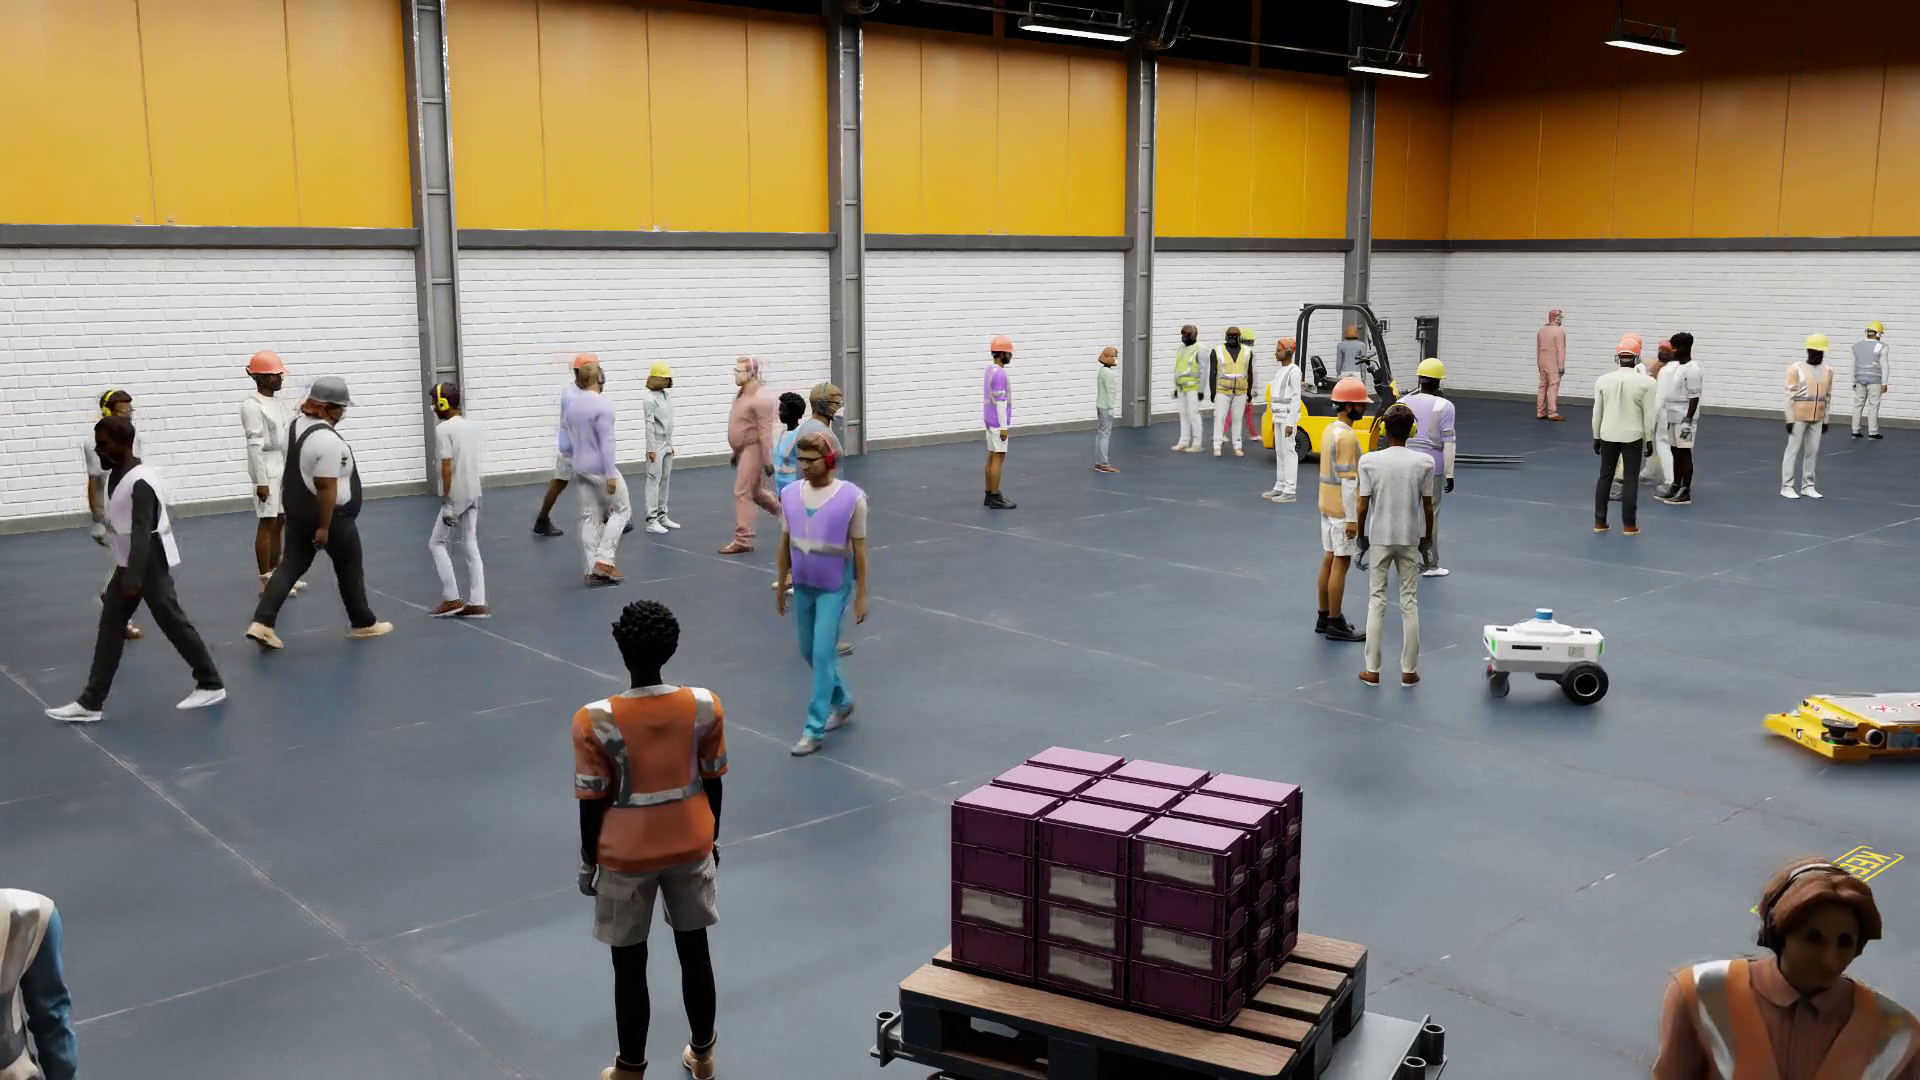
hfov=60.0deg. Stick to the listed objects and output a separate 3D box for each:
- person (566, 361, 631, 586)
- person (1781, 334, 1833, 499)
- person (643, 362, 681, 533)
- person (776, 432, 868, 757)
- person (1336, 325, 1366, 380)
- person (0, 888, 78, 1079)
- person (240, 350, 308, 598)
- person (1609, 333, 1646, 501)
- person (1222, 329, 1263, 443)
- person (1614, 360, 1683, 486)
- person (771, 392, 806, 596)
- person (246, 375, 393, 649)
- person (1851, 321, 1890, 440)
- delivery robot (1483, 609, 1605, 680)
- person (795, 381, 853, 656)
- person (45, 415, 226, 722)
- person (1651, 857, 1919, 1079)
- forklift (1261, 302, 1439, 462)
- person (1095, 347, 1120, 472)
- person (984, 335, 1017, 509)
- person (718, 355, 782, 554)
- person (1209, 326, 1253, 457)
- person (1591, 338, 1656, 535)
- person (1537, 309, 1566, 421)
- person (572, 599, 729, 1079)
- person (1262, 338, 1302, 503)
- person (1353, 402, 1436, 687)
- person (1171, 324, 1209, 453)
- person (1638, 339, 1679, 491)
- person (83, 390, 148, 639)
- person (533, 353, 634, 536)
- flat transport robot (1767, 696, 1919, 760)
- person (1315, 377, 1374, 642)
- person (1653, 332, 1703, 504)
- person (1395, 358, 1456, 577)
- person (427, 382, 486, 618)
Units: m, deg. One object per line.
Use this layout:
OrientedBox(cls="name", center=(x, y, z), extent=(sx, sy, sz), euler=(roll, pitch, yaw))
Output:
OrientedBox(cls="person", center=(-3.119, -0.569, 14.279), extent=(0.662, 1.916, 0.430), euler=(9, 13, 44))
OrientedBox(cls="person", center=(9.855, -1.432, 19.328), extent=(0.586, 1.921, 0.390), euler=(-2, 10, -10))
OrientedBox(cls="person", center=(-3.055, -0.953, 17.038), extent=(0.308, 1.741, 0.494), euler=(3, 10, 15))
OrientedBox(cls="person", center=(-0.798, 0.280, 9.618), extent=(0.581, 1.833, 0.707), euler=(6, 11, 30))
OrientedBox(cls="person", center=(6.710, -2.867, 28.555), extent=(0.497, 1.636, 0.285), euler=(3, 10, 17))
OrientedBox(cls="person", center=(-2.284, 1.362, 3.787), extent=(0.514, 1.639, 0.314), euler=(-7, 12, -34))
OrientedBox(cls="person", center=(-5.681, -0.545, 13.768), extent=(0.376, 2.044, 0.607), euler=(-1, 10, -3))
OrientedBox(cls="person", center=(7.665, -1.408, 19.133), extent=(0.371, 1.935, 0.551), euler=(6, 11, 32))
OrientedBox(cls="person", center=(4.248, -2.322, 25.119), extent=(0.911, 1.731, 0.522), euler=(-3, 10, -19))
OrientedBox(cls="person", center=(8.381, -1.398, 20.128), extent=(0.844, 1.583, 0.498), euler=(1, 10, 4))
OrientedBox(cls="person", center=(-1.384, -0.387, 13.855), extent=(0.321, 1.697, 0.530), euler=(-5, 11, -27))
OrientedBox(cls="person", center=(-4.649, -0.231, 11.936), extent=(0.681, 2.000, 1.039), euler=(7, 12, 35))
OrientedBox(cls="person", center=(13.972, -2.444, 25.522), extent=(0.404, 1.827, 0.586), euler=(-6, 11, -30))
OrientedBox(cls="delivery robot", center=(3.727, 0.684, 10.649), extent=(0.707, 0.478, 0.477), euler=(2, 10, 9))
OrientedBox(cls="person", center=(-0.986, -0.155, 11.793), extent=(0.350, 1.936, 0.635), euler=(-3, 10, -18))
OrientedBox(cls="person", center=(-5.027, 0.171, 10.129), extent=(1.020, 1.858, 0.609), euler=(-10, 14, -44))
OrientedBox(cls="person", center=(1.686, 1.424, 3.477), extent=(0.532, 1.615, 0.701), euler=(3, 10, 20))
OrientedBox(cls="forklift", center=(5.320, -2.157, 22.763), extent=(2.313, 2.155, 1.214), euler=(3, 10, 16))
OrientedBox(cls="person", center=(1.924, -1.707, 21.769), extent=(0.287, 1.631, 0.501), euler=(-2, 10, -10))
OrientedBox(cls="person", center=(0.452, -1.317, 18.599), extent=(0.363, 1.935, 0.553), euler=(-2, 10, -12))
OrientedBox(cls="person", center=(-1.915, -0.826, 15.873), extent=(0.817, 1.885, 0.630), euler=(-4, 10, -22))
OrientedBox(cls="person", center=(3.812, -2.081, 23.358), extent=(0.626, 1.840, 0.430), euler=(-1, 10, -5))
OrientedBox(cls="person", center=(6.735, -1.045, 16.881), extent=(0.620, 1.987, 0.407), euler=(9, 13, 42))
OrientedBox(cls="person", center=(10.170, -2.999, 28.536), extent=(0.401, 1.910, 0.640), euler=(-3, 10, -17))
OrientedBox(cls="person", center=(-1.021, 1.036, 5.527), extent=(0.535, 1.697, 0.318), euler=(-6, 11, -31))
OrientedBox(cls="person", center=(3.719, -1.371, 19.080), extent=(0.355, 1.882, 0.575), euler=(-2, 10, -9))
OrientedBox(cls="person", center=(2.841, 0.033, 10.892), extent=(0.513, 1.872, 0.328), euler=(1, 10, 8))
OrientedBox(cls="person", center=(3.299, -2.182, 23.945), extent=(0.429, 1.841, 0.633), euler=(-5, 11, -27))
OrientedBox(cls="person", center=(8.436, -1.514, 20.082), extent=(0.726, 1.829, 0.630), euler=(8, 13, 39))
OrientedBox(cls="person", center=(-6.219, -0.187, 12.249), extent=(0.476, 1.849, 0.563), euler=(4, 10, 22))
OrientedBox(cls="person", center=(-3.829, -0.939, 16.614), extent=(1.034, 1.873, 0.596), euler=(2, 10, 12))
OrientedBox(cls="flat transport robot", center=(5.510, 1.058, 9.568), extent=(1.431, 0.197, 0.652), euler=(-1, 10, -5))
OrientedBox(cls="person", center=(2.825, -0.228, 12.222), extent=(0.356, 1.937, 0.552), euler=(-1, 10, -3))
OrientedBox(cls="person", center=(8.196, -1.383, 18.923), extent=(0.381, 1.958, 0.602), euler=(1, 10, 6))
OrientedBox(cls="person", center=(4.087, -0.637, 14.653), extent=(0.594, 1.922, 0.376), euler=(9, 13, 43))
OrientedBox(cls="person", center=(-3.958, -0.306, 12.950), extent=(0.613, 1.837, 0.554), euler=(3, 10, 18))
